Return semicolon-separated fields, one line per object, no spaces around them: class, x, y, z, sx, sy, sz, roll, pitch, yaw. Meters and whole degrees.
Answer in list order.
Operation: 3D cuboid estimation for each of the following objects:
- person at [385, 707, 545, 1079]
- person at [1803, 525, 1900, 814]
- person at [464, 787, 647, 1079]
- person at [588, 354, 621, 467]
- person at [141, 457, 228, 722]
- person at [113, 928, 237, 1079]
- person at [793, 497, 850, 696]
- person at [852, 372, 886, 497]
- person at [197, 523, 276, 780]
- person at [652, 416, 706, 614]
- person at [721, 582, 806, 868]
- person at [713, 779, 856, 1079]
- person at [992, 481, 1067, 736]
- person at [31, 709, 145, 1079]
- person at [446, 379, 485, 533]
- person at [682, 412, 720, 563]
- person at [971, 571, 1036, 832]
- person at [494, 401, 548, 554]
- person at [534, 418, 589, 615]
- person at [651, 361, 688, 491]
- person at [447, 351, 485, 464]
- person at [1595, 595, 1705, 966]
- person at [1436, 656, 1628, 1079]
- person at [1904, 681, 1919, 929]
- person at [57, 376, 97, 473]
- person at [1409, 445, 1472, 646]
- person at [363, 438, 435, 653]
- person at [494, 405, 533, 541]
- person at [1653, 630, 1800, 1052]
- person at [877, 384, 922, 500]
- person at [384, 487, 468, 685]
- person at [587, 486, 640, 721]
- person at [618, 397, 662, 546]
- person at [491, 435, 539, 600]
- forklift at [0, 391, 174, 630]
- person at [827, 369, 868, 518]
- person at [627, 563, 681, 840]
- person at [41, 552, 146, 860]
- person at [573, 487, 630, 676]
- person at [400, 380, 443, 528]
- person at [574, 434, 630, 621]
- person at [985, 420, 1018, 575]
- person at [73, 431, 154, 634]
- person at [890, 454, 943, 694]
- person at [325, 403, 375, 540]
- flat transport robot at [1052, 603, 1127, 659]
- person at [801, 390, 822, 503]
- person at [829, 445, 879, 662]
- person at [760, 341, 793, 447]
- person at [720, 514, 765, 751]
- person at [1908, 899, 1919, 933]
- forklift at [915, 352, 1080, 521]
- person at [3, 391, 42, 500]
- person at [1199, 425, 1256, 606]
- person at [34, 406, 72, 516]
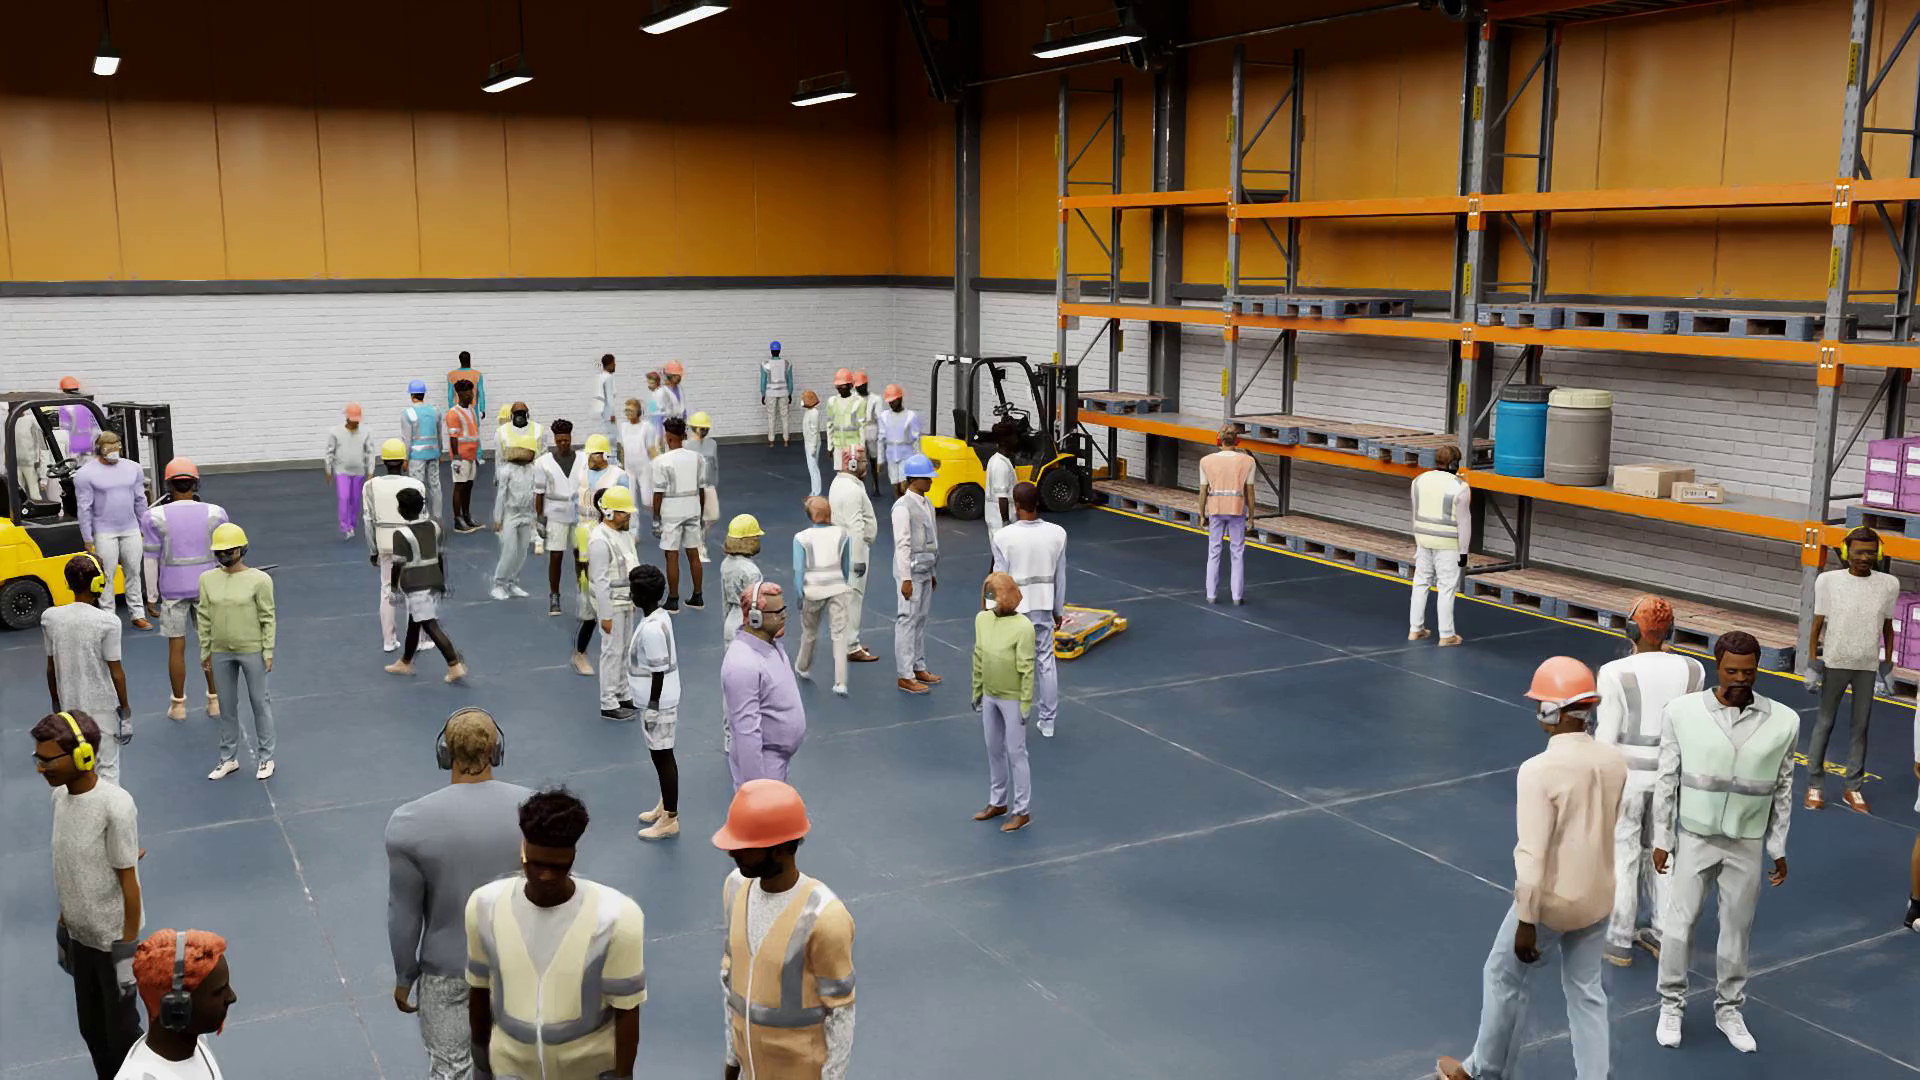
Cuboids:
person;-1.784;1.568;6.179;0.636;1.928;0.386;-5;11;-27
person;5.696;0.822;10.638;0.533;1.865;0.311;3;10;14
person;-1.319;1.704;5.447;0.613;1.915;0.946;0;10;0
person;-5.867;-2.127;27.506;0.632;1.903;0.612;-3;10;-19
person;-5.909;0.375;12.739;0.613;2.033;0.411;-6;12;-33
person;-2.004;1.914;4.316;0.364;1.880;0.580;-2;10;-13
person;-1.129;0.440;13.629;0.514;1.587;0.867;-4;10;-20
person;-1.362;-1.491;23.965;0.631;1.863;1.013;1;10;5
person;-4.909;0.756;11.300;0.525;1.769;0.309;0;10;0
person;-2.795;-0.250;16.549;0.607;1.957;0.375;-9;13;-42
person;-1.000;1.155;8.602;0.410;1.908;0.643;1;10;3
person;-0.586;1.698;5.393;0.547;1.934;0.376;8;13;40
person;0.504;0.524;12.215;0.588;1.914;0.392;-4;11;-22
person;-3.340;1.558;6.437;0.529;1.857;0.334;6;12;33
person;-6.344;-1.085;21.320;0.367;1.964;0.609;2;10;9
person;-3.022;-0.618;19.246;0.535;1.754;0.450;-9;13;-41
person;0.262;0.991;10.361;0.294;1.625;0.502;-9;13;-42
person;-5.169;-0.727;19.664;0.619;1.836;0.431;-3;10;-18
person;-3.892;-0.233;16.453;0.617;1.957;0.376;-4;11;-22
person;-4.275;-1.620;24.307;0.846;2.020;0.607;4;11;24
person;-8.283;-2.208;27.933;0.592;1.916;0.375;-1;10;-6
person;3.433;1.206;8.368;0.582;1.882;0.338;-2;10;-11
person;2.374;1.431;6.838;0.652;1.958;0.867;-5;11;-29
person;5.247;1.143;8.634;0.387;1.924;0.548;-7;12;-34
person;-11.872;-1.252;22.428;0.548;1.924;0.545;3;10;16
person;4.406;0.047;15.222;0.431;1.836;0.620;-8;12;-38
person;-5.009;0.056;14.857;0.591;1.930;0.353;1;10;5
person;-5.533;-0.830;20.663;0.914;1.693;0.494;6;12;32
person;3.428;1.342;7.497;0.593;1.917;0.391;2;10;9
person;-0.785;-1.027;21.172;0.566;1.900;0.530;4;11;20
person;-4.466;0.383;13.814;0.910;1.646;0.532;3;10;19
person;-2.630;0.481;12.739;0.403;1.818;0.606;1;10;7
person;-3.896;-0.845;20.345;0.530;1.827;0.687;3;10;19
person;-4.560;-0.238;17.198;0.464;1.701;0.524;6;12;31
forklift;-9.026;-0.363;16.508;1.214;2.155;2.313;6;11;29
person;-1.523;-1.270;22.214;0.602;2.034;0.416;4;11;24
person;-1.872;0.982;10.191;0.317;1.698;0.540;-1;10;-8
person;-5.042;0.998;9.652;0.510;1.861;0.324;1;10;7
person;-2.975;0.367;13.848;0.524;1.659;0.841;-9;13;-42
person;-6.916;-1.086;21.382;0.386;1.948;0.601;7;12;35
person;-3.485;-0.112;16.100;0.587;1.835;0.403;4;11;21
person;0.426;-0.190;16.169;0.366;1.966;0.607;-1;10;-5
person;-7.925;-0.070;15.602;0.383;1.929;0.635;8;13;38
person;-0.355;0.267;13.590;0.387;1.948;0.602;3;10;19
person;-7.573;-0.847;20.720;0.598;1.693;0.830;-6;11;-30
flat transport robot;0.979;0.820;15.232;0.652;0.197;1.431;5;11;25
person;-2.116;-1.325;23.691;0.278;1.628;0.505;-3;10;-16
person;-0.925;0.108;14.626;0.407;1.906;0.655;-3;10;-16
person;-3.365;-2.678;30.547;0.605;1.949;0.384;-3;10;-18
person;-1.516;0.679;11.811;0.294;1.744;0.487;-7;12;-35
person;5.228;1.071;8.694;0.387;2.039;0.615;5;11;27
forklift;0.460;-1.461;22.833;2.313;2.155;1.214;-5;11;-28
person;-11.617;-0.913;20.626;0.532;1.865;0.310;1;10;8
person;2.701;-0.243;16.862;0.560;1.836;0.394;2;10;13
person;-10.879;-0.746;19.973;0.334;1.760;0.523;1;10;5
